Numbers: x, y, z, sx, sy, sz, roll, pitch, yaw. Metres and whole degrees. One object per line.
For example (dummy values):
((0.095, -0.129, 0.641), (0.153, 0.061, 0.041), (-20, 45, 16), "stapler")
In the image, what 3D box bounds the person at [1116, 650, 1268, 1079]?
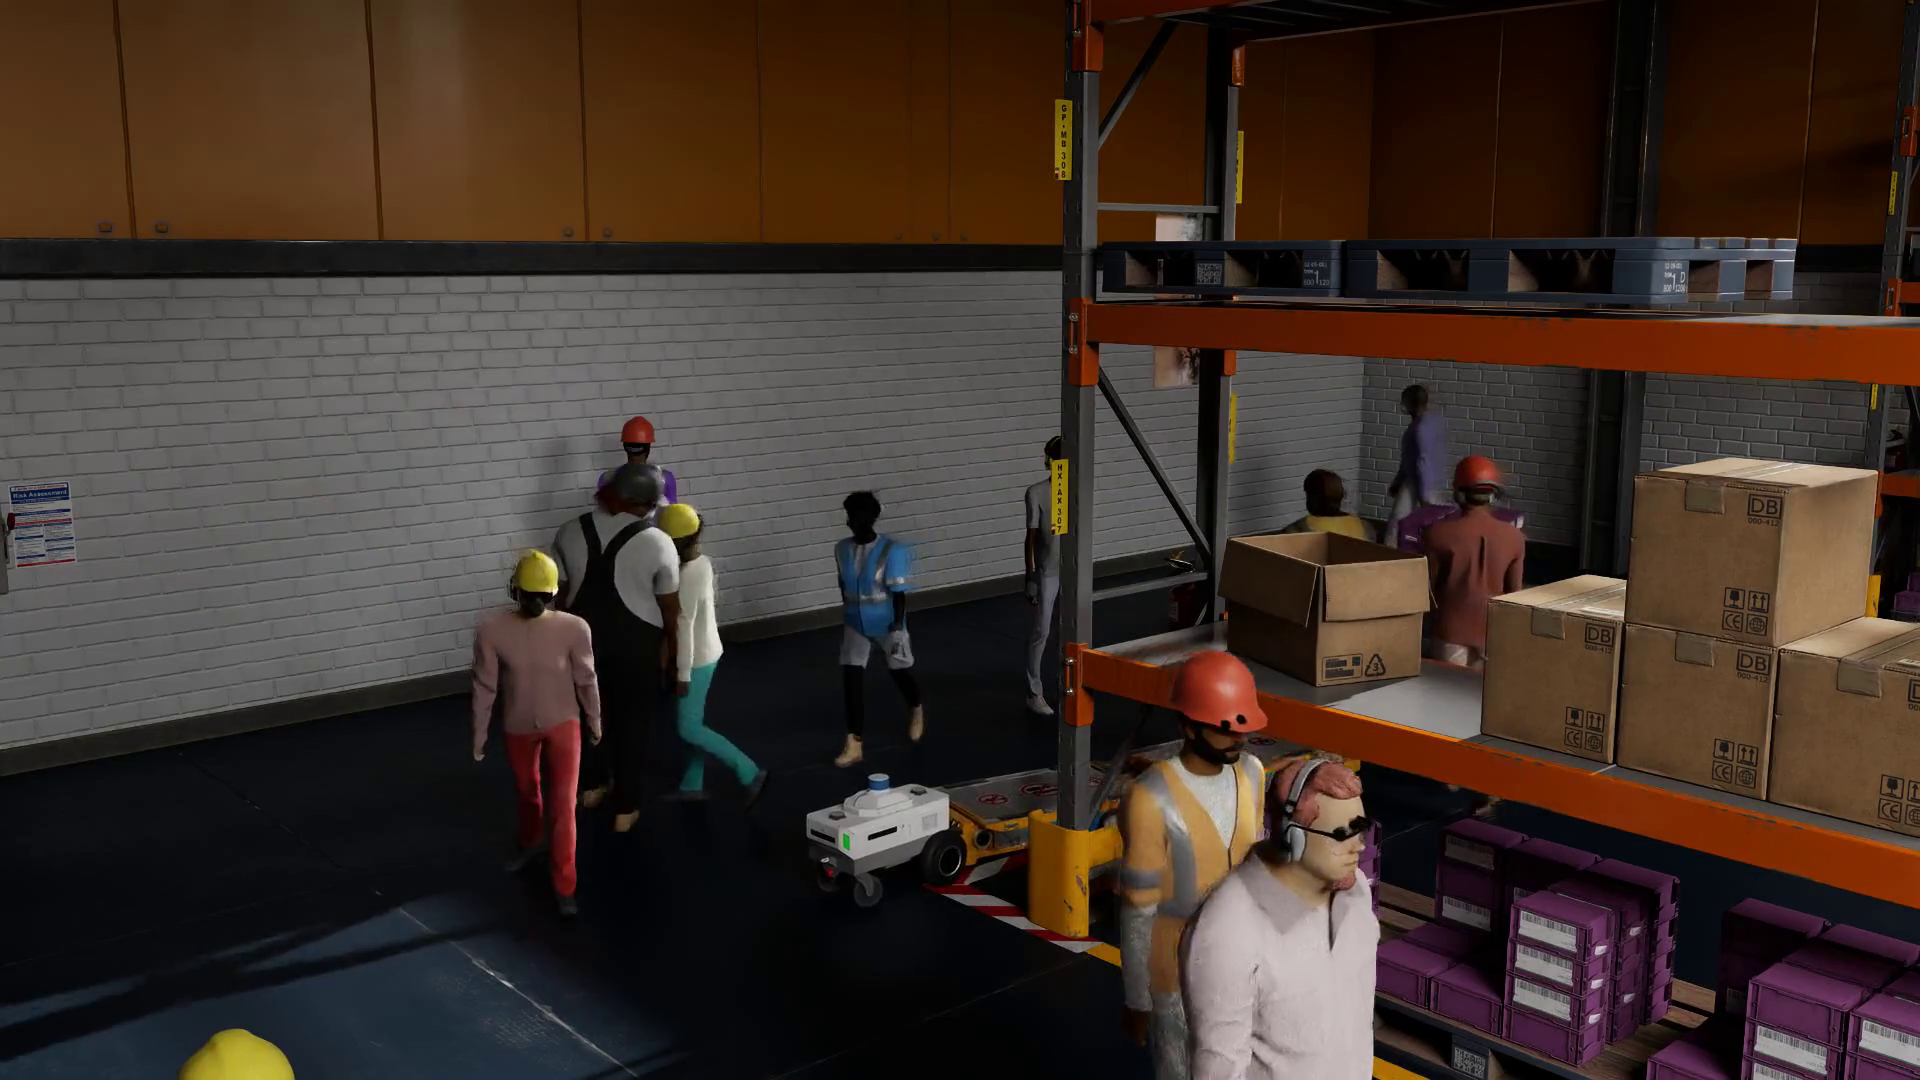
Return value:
((0.670, 1.239, 4.975), (0.568, 1.918, 0.575), (-8, 12, -38), "person")

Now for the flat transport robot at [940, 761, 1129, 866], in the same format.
((0.362, 1.420, 8.740), (1.431, 0.197, 0.652), (-5, 11, -29), "flat transport robot")

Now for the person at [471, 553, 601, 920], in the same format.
((-1.998, 0.867, 7.824), (0.574, 1.693, 0.981), (-1, 10, -8), "person")

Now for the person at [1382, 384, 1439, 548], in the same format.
((4.042, -0.464, 15.040), (0.988, 1.886, 0.638), (4, 10, 20), "person")

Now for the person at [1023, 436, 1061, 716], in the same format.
((0.638, 0.234, 11.047), (0.513, 1.859, 0.313), (-7, 12, -35), "person")

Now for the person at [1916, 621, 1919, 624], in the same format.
((7.115, 0.125, 11.762), (0.899, 1.852, 0.587), (7, 12, 37), "person")

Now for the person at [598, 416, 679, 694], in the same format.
((-2.210, 0.113, 11.520), (0.551, 1.937, 0.357), (-1, 10, -4), "person")

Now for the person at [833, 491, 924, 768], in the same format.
((-0.473, 0.496, 10.106), (0.560, 1.654, 0.848), (5, 11, 28), "person")

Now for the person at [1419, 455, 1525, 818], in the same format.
((2.792, 0.516, 9.122), (0.624, 1.963, 0.952), (-2, 10, -13), "person")

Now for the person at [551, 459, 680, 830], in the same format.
((-1.767, 0.505, 8.925), (0.714, 2.000, 0.735), (3, 10, 15), "person")

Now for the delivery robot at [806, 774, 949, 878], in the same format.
((-0.389, 1.364, 7.964), (0.707, 0.478, 0.477), (-9, 13, -43), "delivery robot")

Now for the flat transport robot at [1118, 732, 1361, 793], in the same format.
((1.577, 1.285, 9.531), (1.431, 0.197, 0.652), (-7, 12, -37), "flat transport robot")

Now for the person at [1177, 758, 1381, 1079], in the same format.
((0.755, 1.426, 3.981), (0.659, 1.895, 0.461), (-8, 13, -39), "person")

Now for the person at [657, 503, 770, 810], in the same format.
((-1.362, 0.645, 9.015), (0.621, 1.742, 0.614), (0, 10, 3), "person")

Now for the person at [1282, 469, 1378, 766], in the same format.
((2.080, 0.502, 9.564), (0.640, 1.832, 0.434), (-2, 10, -14), "person")

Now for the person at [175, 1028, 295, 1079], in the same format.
((-1.181, 1.682, 2.835), (0.533, 1.768, 0.310), (-8, 13, -39), "person")
